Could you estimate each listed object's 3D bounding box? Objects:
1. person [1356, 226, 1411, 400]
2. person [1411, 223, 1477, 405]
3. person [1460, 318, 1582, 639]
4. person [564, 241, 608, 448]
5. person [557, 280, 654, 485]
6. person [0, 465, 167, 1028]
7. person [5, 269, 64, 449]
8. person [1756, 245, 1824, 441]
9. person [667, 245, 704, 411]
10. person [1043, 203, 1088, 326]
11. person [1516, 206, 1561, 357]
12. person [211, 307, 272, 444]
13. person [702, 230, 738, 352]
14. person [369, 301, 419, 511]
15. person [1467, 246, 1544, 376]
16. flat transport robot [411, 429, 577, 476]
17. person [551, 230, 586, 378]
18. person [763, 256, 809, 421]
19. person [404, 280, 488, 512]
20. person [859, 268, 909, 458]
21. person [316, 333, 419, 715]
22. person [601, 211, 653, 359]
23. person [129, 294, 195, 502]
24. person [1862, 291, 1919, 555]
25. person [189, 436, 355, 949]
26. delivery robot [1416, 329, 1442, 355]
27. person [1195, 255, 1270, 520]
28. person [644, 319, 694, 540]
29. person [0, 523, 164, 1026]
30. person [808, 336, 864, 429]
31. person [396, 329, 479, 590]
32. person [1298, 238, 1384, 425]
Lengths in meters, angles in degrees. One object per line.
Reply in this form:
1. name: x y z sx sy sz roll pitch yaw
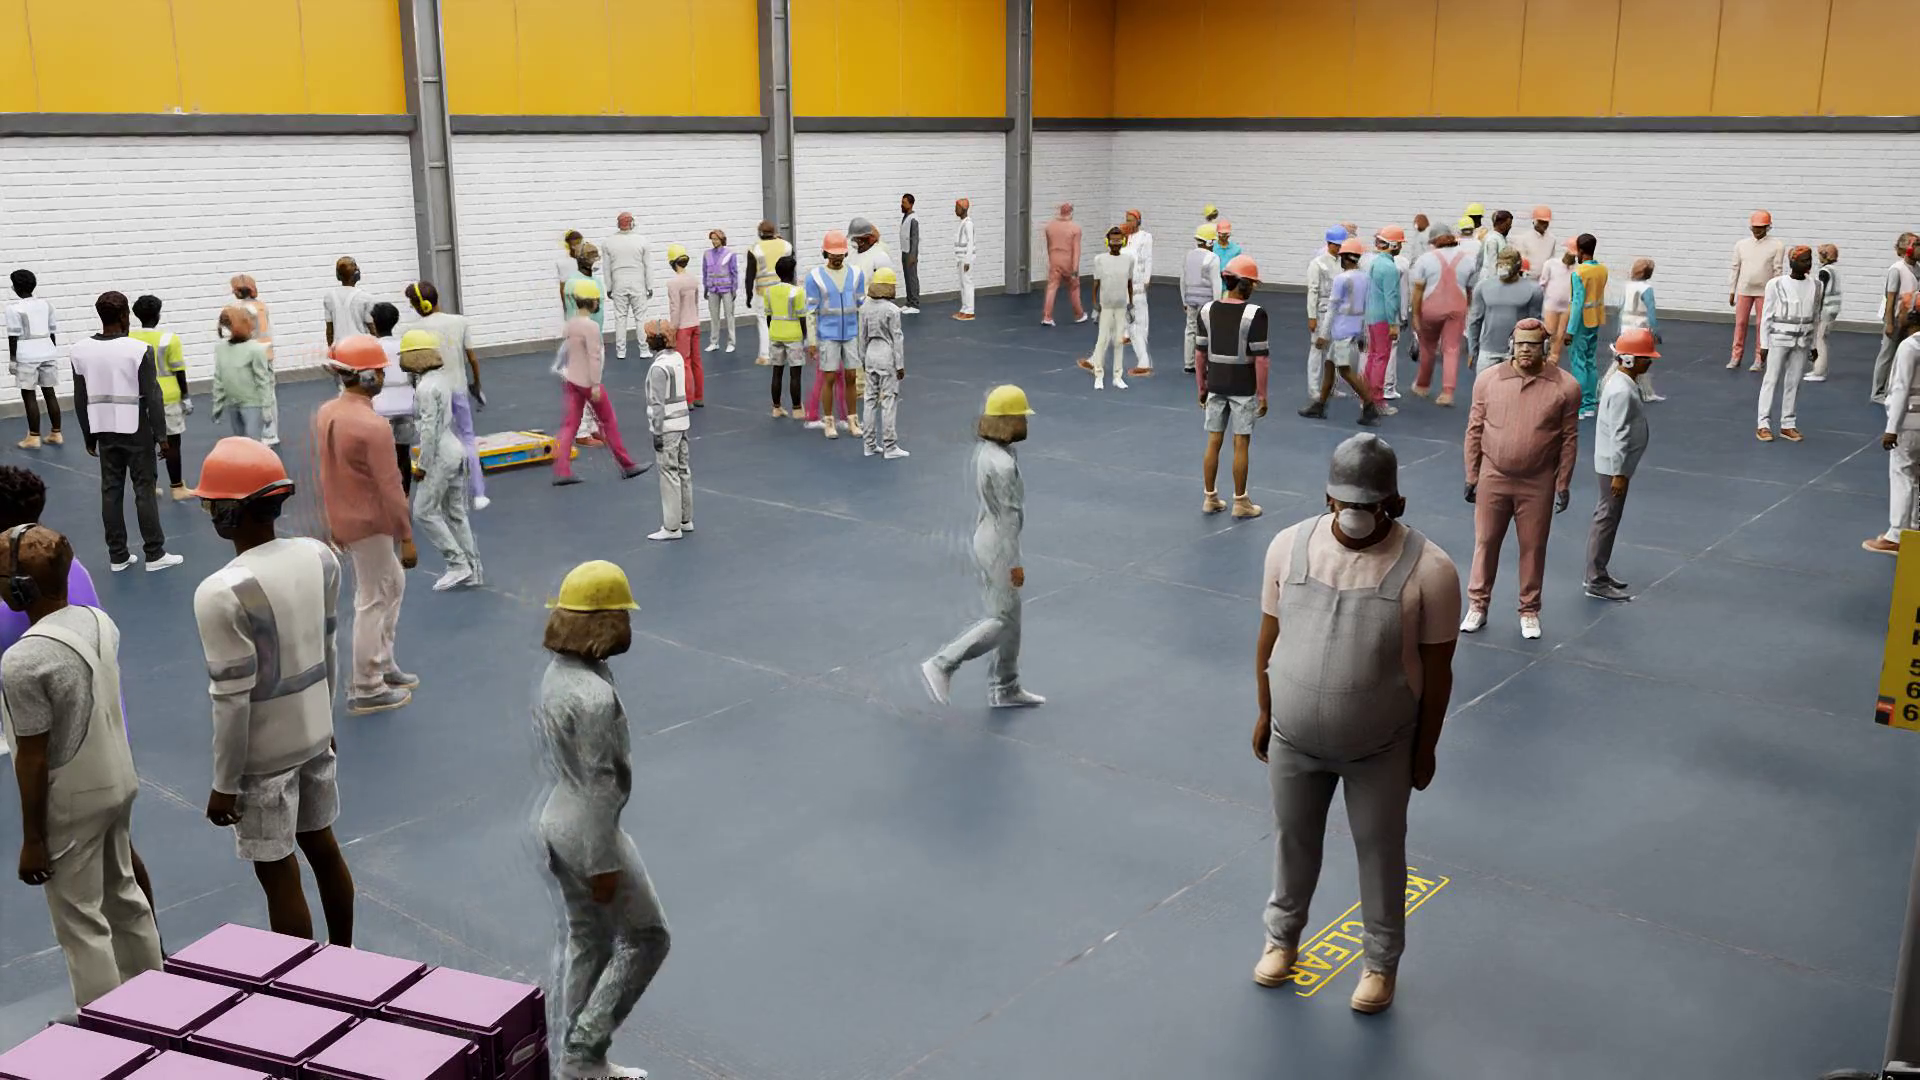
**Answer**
1. person: 4.679 -2.511 18.471 0.642 1.913 0.409 7 16 26
2. person: 5.280 -2.528 18.274 0.701 2.000 1.016 0 14 2
3. person: 3.314 -0.362 9.892 0.639 1.908 0.409 6 15 21
4. person: -3.528 -1.850 15.776 0.369 1.938 0.630 2 14 8
5. person: -3.085 -1.339 14.157 0.877 1.727 0.559 -11 18 -38
6. person: -3.009 0.703 5.567 0.411 1.952 0.615 -3 14 -12
7. person: -8.752 -1.712 15.736 0.326 1.685 0.535 5 15 18
8. person: 8.001 -1.890 16.042 0.584 1.884 0.349 -1 14 -4
9. person: -2.966 -2.261 17.776 0.335 1.762 0.526 6 15 22
10. person: 1.583 -4.199 25.350 0.652 1.852 1.020 9 16 31
11. person: 7.555 -3.347 21.687 0.638 1.960 0.849 -3 14 -13
12. person: -5.746 -1.024 13.172 0.513 1.615 0.624 6 15 23
13. person: -3.214 -3.339 22.331 0.515 1.640 0.314 5 15 20
14. person: -4.453 -1.019 12.984 0.569 1.696 0.380 -12 19 -41
15. person: 4.966 -1.711 15.223 0.635 1.934 0.351 6 15 22
16. flat transport robot: -4.221 -0.780 14.880 0.652 0.197 1.431 13 19 42
17. person: -4.595 -2.780 19.764 0.517 1.819 0.801 -13 19 -41
18. person: -1.779 -2.076 17.167 0.533 1.698 0.318 8 16 30
19. person: -4.026 -1.127 13.108 0.599 1.838 0.354 -9 17 -32
20. person: -0.698 -1.624 15.280 0.494 1.736 0.308 11 18 38
21. person: -2.985 -0.085 8.630 0.593 1.978 0.651 -13 19 -43
22. person: -4.306 -3.305 21.654 0.643 1.909 0.410 -1 14 -3
23. person: -6.474 -1.132 13.418 0.542 1.685 0.353 1 14 5
24. person: 6.765 -0.832 11.856 0.571 1.876 0.373 -13 19 -42
25. person: -2.275 0.669 5.497 0.371 2.044 0.607 3 14 13
26. delivery robot: 6.138 -2.670 21.666 0.477 0.478 0.707 3 14 10
27. person: 2.125 -1.178 12.891 0.616 2.033 0.383 11 18 38
28. person: -2.148 -0.811 12.255 0.313 1.633 0.517 2 14 8
29. person: -2.772 0.844 5.228 0.341 1.839 0.501 0 14 0
30. person: -1.212 -1.904 16.659 0.709 1.605 0.499 -2 14 -8
31. person: -3.416 -0.517 10.893 0.456 1.710 0.514 -2 14 -8
32. person: 3.957 -2.129 16.999 0.939 1.889 0.555 10 17 36
